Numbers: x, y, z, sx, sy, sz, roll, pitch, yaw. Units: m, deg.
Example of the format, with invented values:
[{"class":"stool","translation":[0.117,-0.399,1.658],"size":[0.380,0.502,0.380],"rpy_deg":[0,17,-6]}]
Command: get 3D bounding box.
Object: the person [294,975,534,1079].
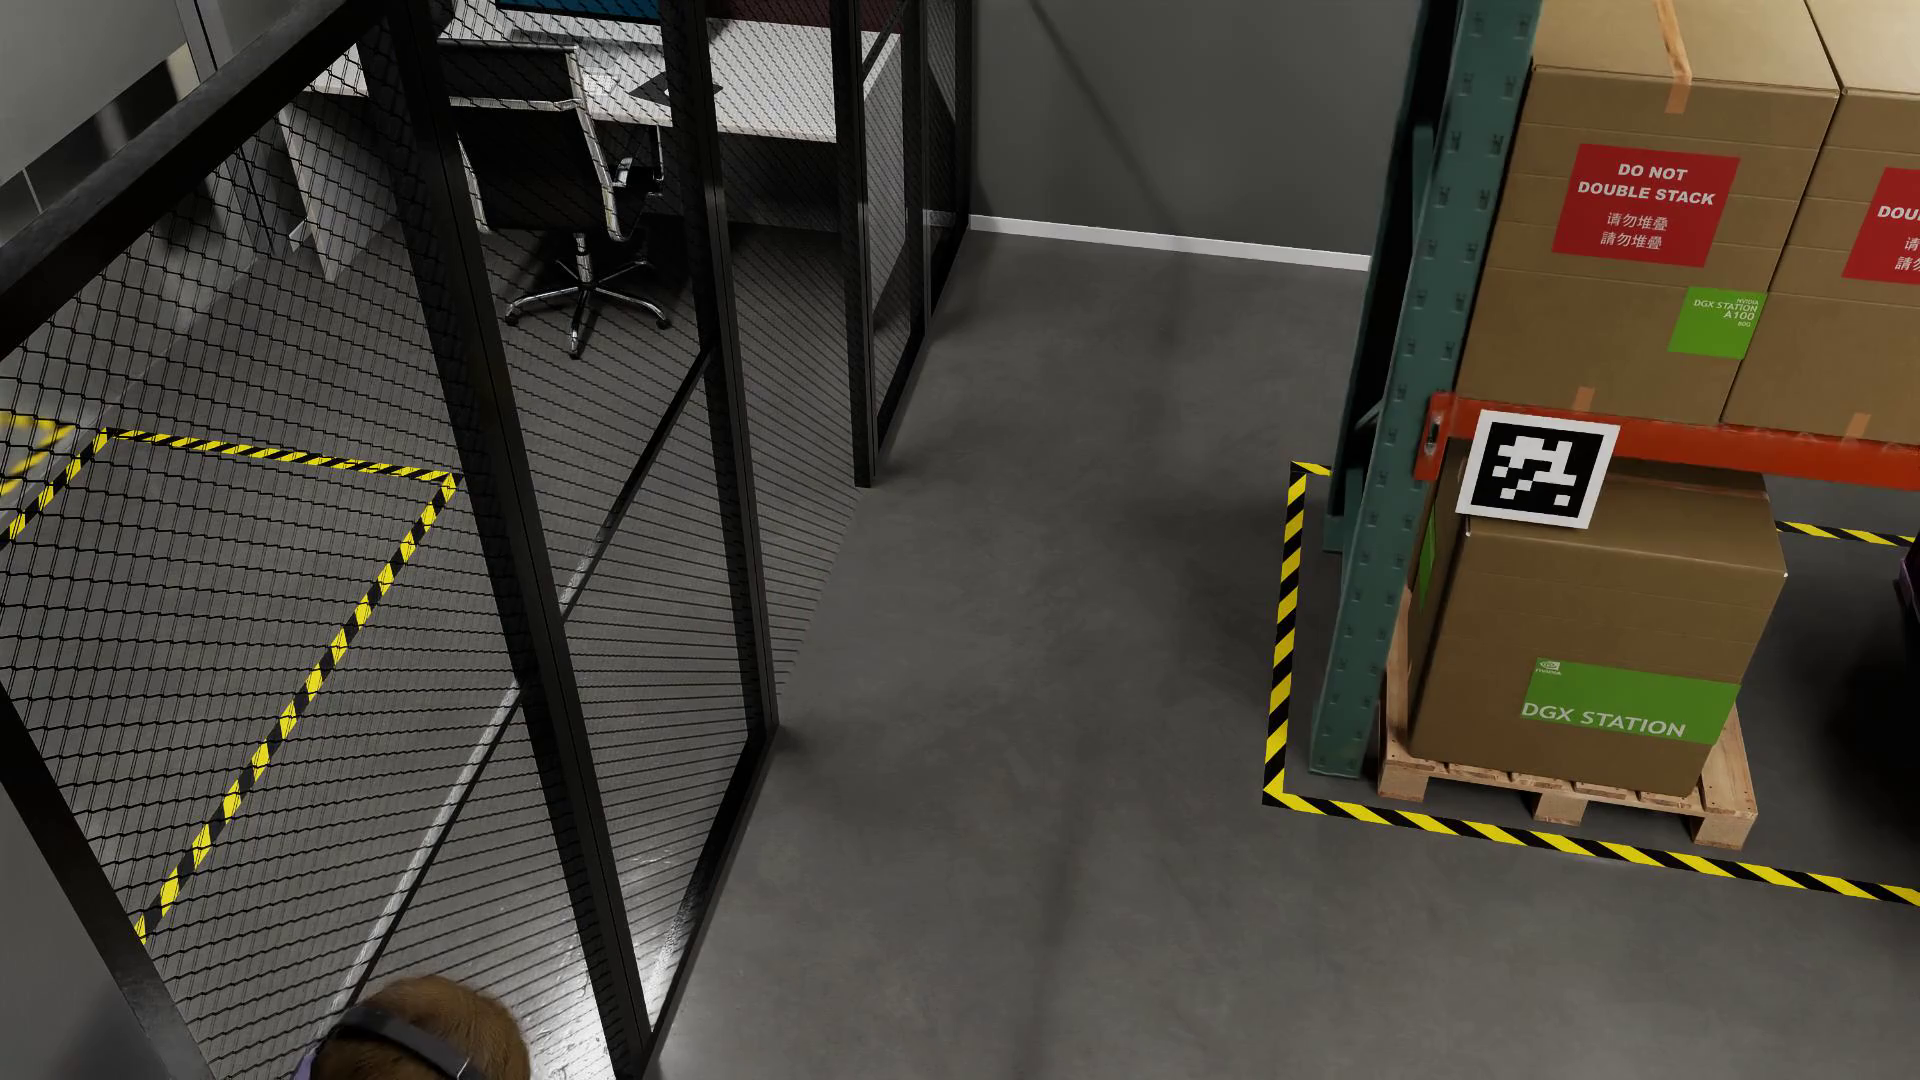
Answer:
[{"class":"person","translation":[-0.516,1.156,2.167],"size":[0.627,1.939,0.371],"rpy_deg":[19,45,21]}]
